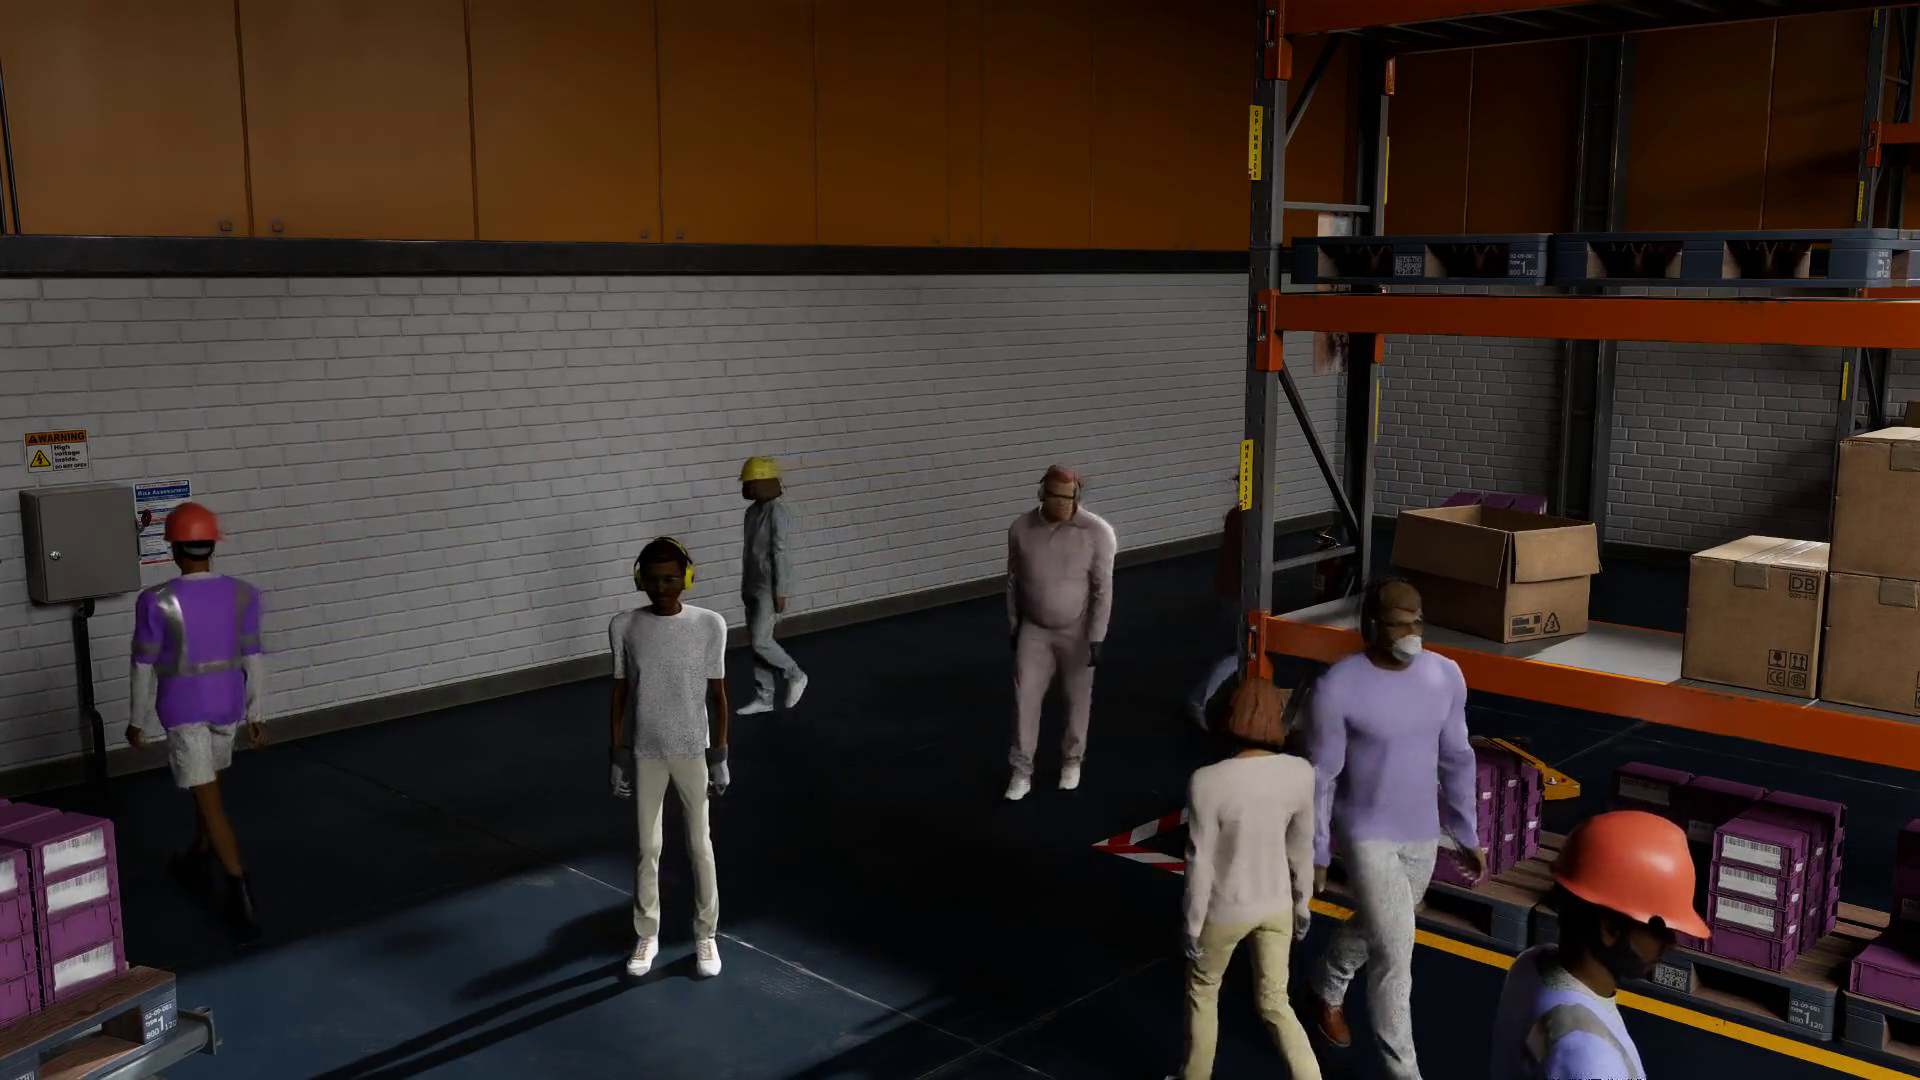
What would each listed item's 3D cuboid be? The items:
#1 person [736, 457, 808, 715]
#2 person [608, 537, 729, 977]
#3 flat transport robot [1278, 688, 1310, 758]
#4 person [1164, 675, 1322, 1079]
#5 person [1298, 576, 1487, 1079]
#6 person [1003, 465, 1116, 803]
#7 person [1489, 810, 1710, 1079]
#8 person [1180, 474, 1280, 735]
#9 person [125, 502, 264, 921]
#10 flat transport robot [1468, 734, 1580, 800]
[{"bbox_3d":[-1.282,0.312,10.949,0.412,1.730,0.507,-6,11,-34],"label":"person"},{"bbox_3d":[-1.218,0.903,6.934,0.509,1.860,0.317,0,9,-1],"label":"person"},{"bbox_3d":[2.215,1.143,10.316,0.652,0.197,1.431,-2,9,-10],"label":"flat transport robot"},{"bbox_3d":[0.989,1.255,5.579,0.511,1.598,0.761,-4,10,-22],"label":"person"},{"bbox_3d":[1.492,1.043,5.970,0.634,1.904,0.990,-4,10,-24],"label":"person"},{"bbox_3d":[0.519,0.532,9.205,0.634,1.866,0.845,2,10,15],"label":"person"},{"bbox_3d":[1.223,1.463,3.296,0.390,1.924,0.548,1,9,9],"label":"person"},{"bbox_3d":[1.726,0.364,10.652,0.687,1.749,0.551,-2,10,-14],"label":"person"},{"bbox_3d":[-3.488,0.768,7.668,0.985,1.896,0.544,7,12,37],"label":"person"},{"bbox_3d":[2.665,1.299,9.361,1.431,0.197,0.652,-2,9,-10],"label":"flat transport robot"}]
